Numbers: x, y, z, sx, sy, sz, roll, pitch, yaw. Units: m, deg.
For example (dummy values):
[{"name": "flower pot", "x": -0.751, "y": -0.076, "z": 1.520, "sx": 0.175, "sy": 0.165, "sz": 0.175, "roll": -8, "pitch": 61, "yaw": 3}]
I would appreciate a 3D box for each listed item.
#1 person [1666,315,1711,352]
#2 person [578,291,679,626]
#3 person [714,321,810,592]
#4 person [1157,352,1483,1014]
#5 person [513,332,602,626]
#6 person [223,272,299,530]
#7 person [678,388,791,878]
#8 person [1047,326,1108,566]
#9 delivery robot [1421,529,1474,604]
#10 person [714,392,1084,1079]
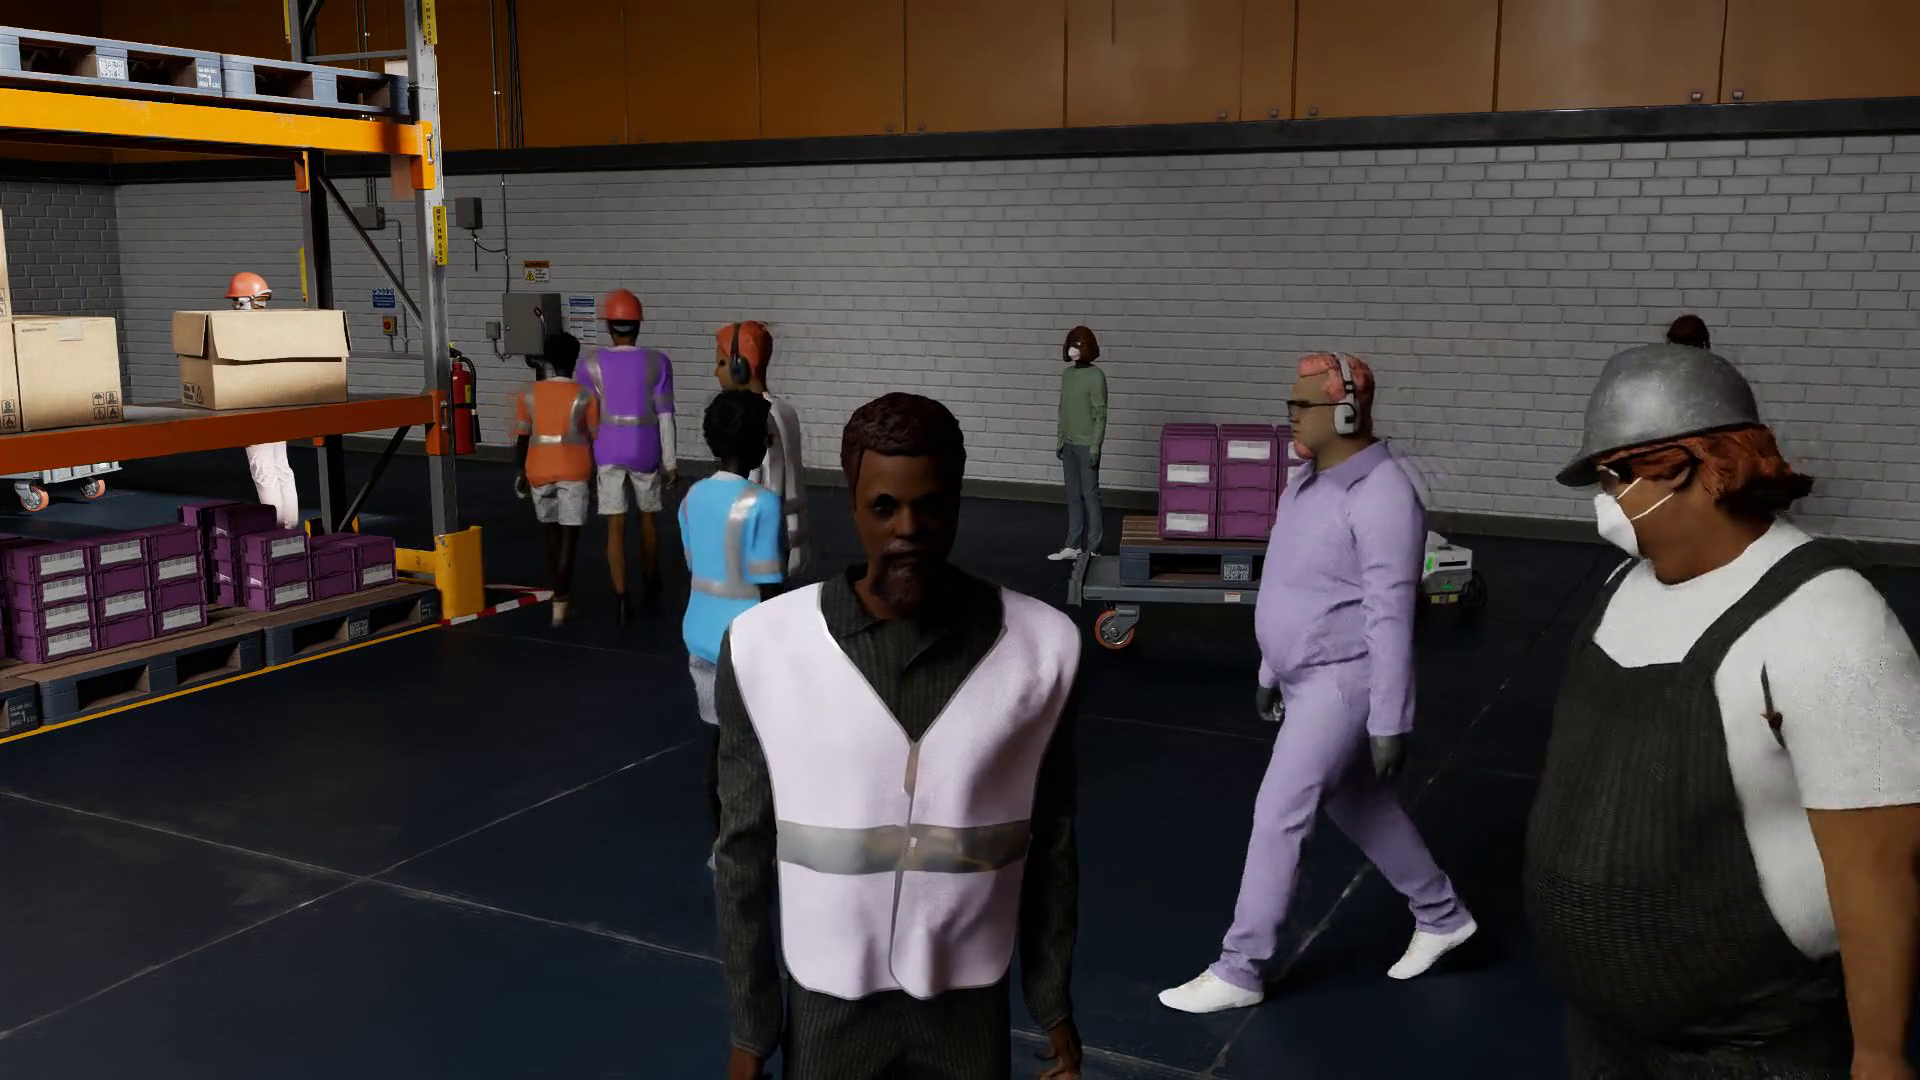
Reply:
[{"name": "person", "x": 3.953, "y": -0.339, "z": 9.176, "sx": 0.636, "sy": 1.783, "sz": 0.974, "roll": 2, "pitch": 10, "yaw": 14}, {"name": "person", "x": -1.941, "y": -0.498, "z": 9.773, "sx": 0.560, "sy": 1.893, "sz": 0.933, "roll": -1, "pitch": 10, "yaw": -9}, {"name": "person", "x": -0.739, "y": 0.095, "z": 6.411, "sx": 0.466, "sy": 1.869, "sz": 0.585, "roll": 2, "pitch": 10, "yaw": 10}, {"name": "person", "x": 1.076, "y": 0.398, "z": 4.694, "sx": 0.980, "sy": 1.865, "sz": 0.657, "roll": -1, "pitch": 10, "yaw": -7}, {"name": "person", "x": -2.274, "y": -0.370, "z": 9.691, "sx": 0.554, "sy": 1.654, "sz": 0.751, "roll": 2, "pitch": 10, "yaw": 12}, {"name": "person", "x": -4.850, "y": -0.849, "z": 11.525, "sx": 0.396, "sy": 1.992, "sz": 0.623, "roll": 0, "pitch": 10, "yaw": 0}, {"name": "person", "x": -0.716, "y": 0.343, "z": 5.474, "sx": 0.354, "sy": 1.687, "sz": 0.553, "roll": -8, "pitch": 13, "yaw": -40}, {"name": "person", "x": 0.813, "y": -0.640, "z": 11.347, "sx": 0.277, "sy": 1.636, "sz": 0.502, "roll": -6, "pitch": 11, "yaw": -29}, {"name": "delivery robot", "x": 2.719, "y": 0.109, "z": 9.869, "sx": 0.477, "sy": 0.478, "sz": 0.707, "roll": -3, "pitch": 10, "yaw": -18}, {"name": "person", "x": -0.092, "y": 0.718, "z": 2.671, "sx": 0.590, "sy": 1.920, "sz": 0.399, "roll": -2, "pitch": 10, "yaw": -10}]
